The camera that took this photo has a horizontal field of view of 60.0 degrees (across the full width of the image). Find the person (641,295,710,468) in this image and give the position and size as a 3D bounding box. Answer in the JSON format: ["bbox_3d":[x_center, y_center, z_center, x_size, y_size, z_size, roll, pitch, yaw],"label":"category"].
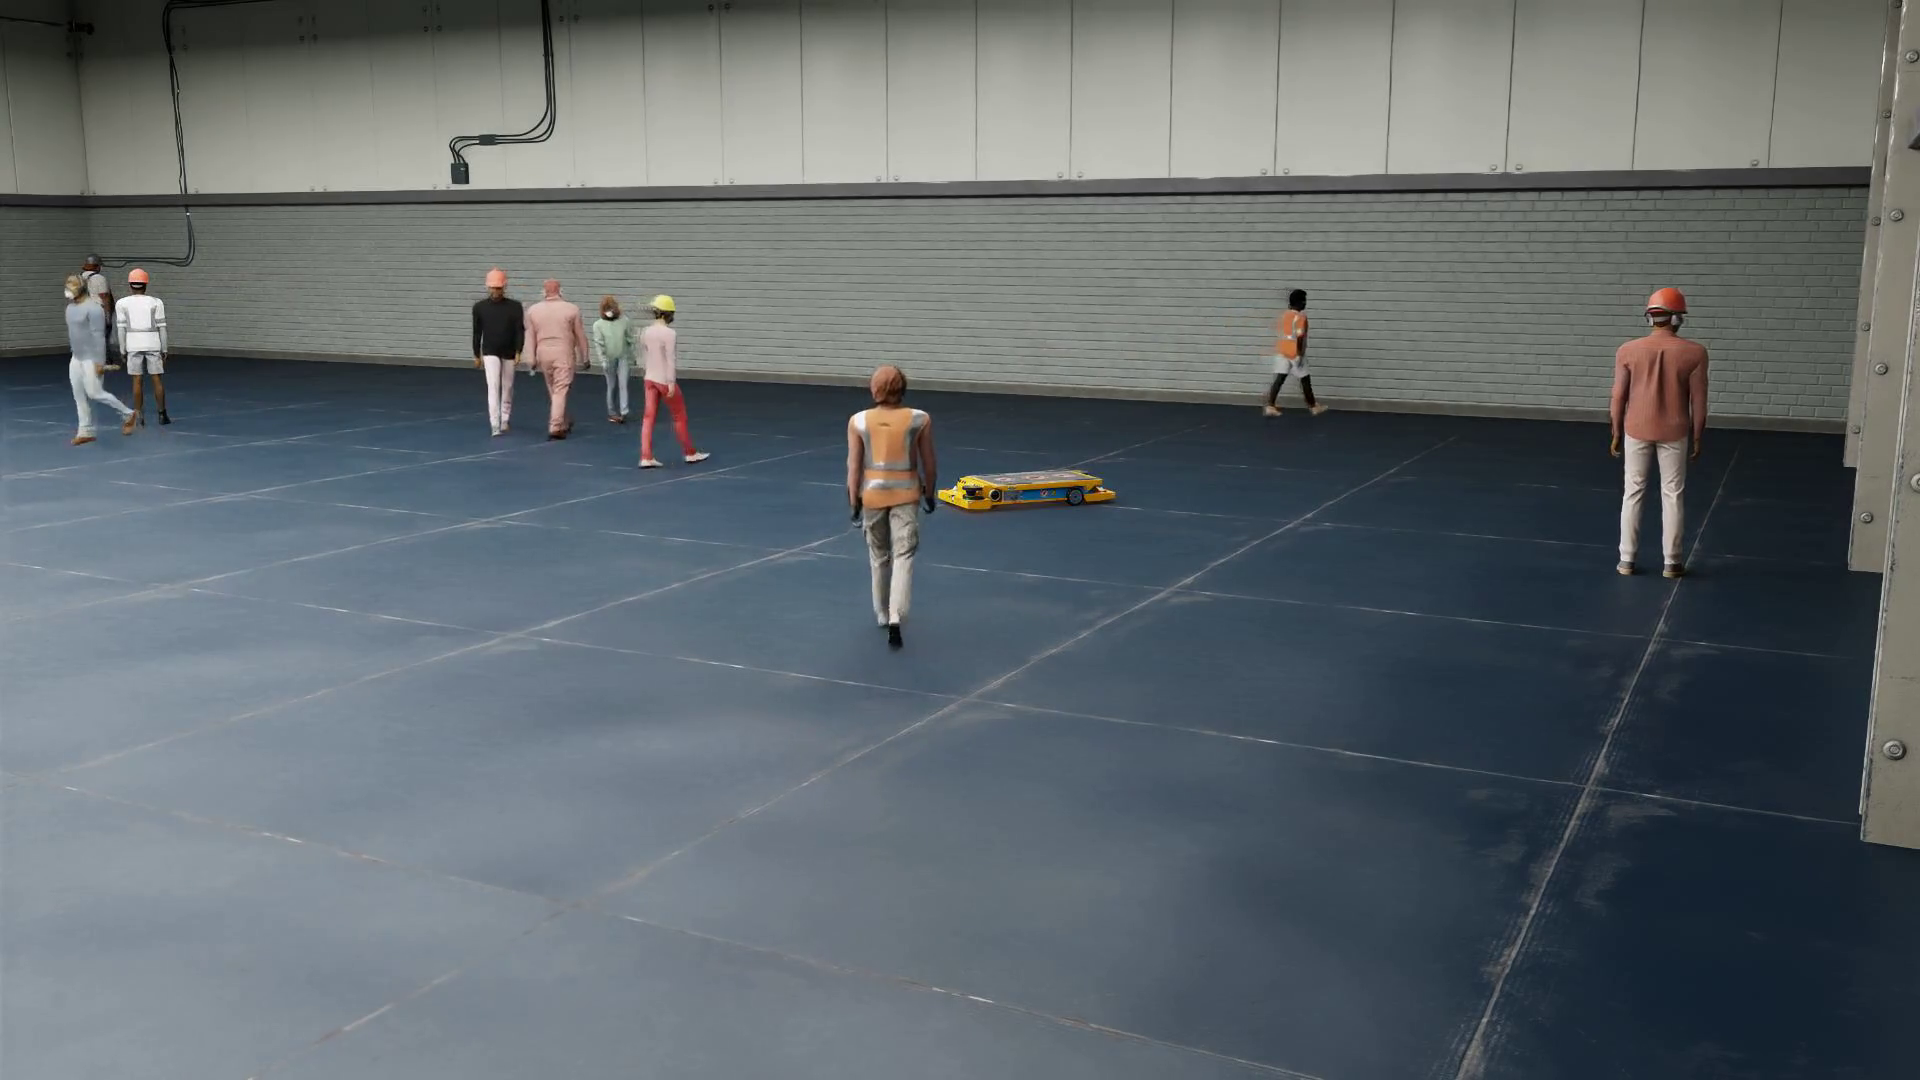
[{"bbox_3d":[-2.940,-1.608,16.914,0.542,1.731,0.835,10,14,42],"label":"person"}]

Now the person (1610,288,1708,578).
[{"bbox_3d":[4.817,-0.737,11.497,0.613,1.991,0.392,5,12,27],"label":"person"}]

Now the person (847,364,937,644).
[{"bbox_3d":[-0.405,-0.218,9.720,0.509,1.607,0.778,1,10,6],"label":"person"}]

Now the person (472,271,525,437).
[{"bbox_3d":[-5.485,-2.231,19.813,0.604,1.942,1.009,-4,11,-18],"label":"person"}]

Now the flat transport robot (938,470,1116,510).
[{"bbox_3d":[0.590,-0.453,14.645,1.431,0.197,0.652,-5,11,-23],"label":"flat transport robot"}]

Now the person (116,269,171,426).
[{"bbox_3d":[-10.136,-2.388,20.648,0.550,1.935,0.375,-5,11,-24],"label":"person"}]

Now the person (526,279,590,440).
[{"bbox_3d":[-4.695,-2.107,19.402,0.661,1.855,1.034,2,11,10],"label":"person"}]

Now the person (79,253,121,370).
[{"bbox_3d":[-15.070,-3.992,29.113,0.689,2.000,0.538,4,11,22],"label":"person"}]

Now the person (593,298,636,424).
[{"bbox_3d":[-4.300,-2.234,20.783,0.532,1.571,0.727,-4,11,-19],"label":"person"}]

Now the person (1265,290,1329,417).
[{"bbox_3d":[4.353,-2.407,21.511,0.895,1.644,0.548,-4,11,-19],"label":"person"}]

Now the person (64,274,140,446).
[{"bbox_3d":[-9.760,-2.033,18.762,0.634,1.924,0.701,7,12,33],"label":"person"}]
